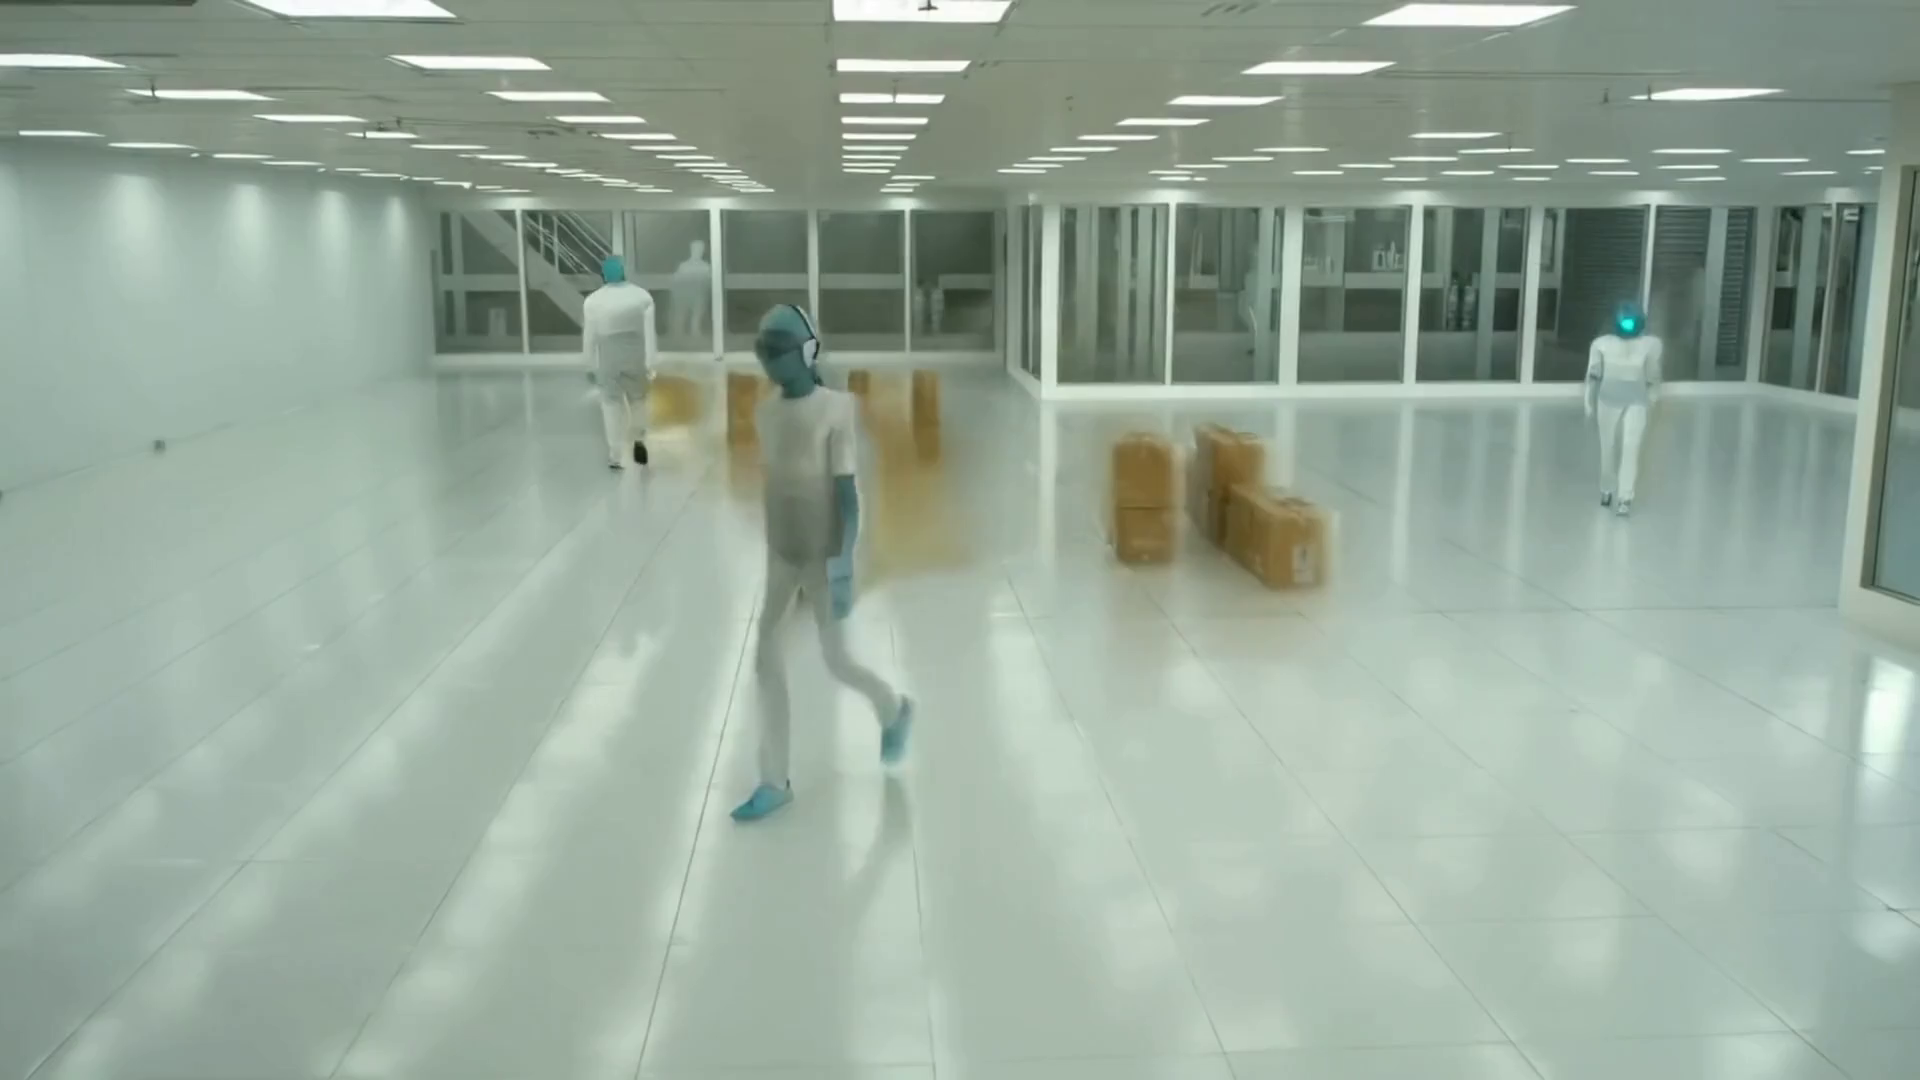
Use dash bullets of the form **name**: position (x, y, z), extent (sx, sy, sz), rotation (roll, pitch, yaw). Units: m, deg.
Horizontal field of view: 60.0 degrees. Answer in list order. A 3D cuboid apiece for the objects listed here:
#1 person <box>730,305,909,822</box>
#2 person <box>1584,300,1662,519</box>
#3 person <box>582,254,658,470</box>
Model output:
- **person**: position (-0.505, 0.059, 6.078), extent (0.518, 1.839, 0.815), rotation (7, 12, 32)
- **person**: position (4.901, -0.983, 12.335), extent (0.513, 1.591, 0.859), rotation (4, 11, 21)
- **person**: position (-2.983, -1.550, 14.583), extent (0.669, 1.891, 0.443), rotation (-5, 12, -27)
